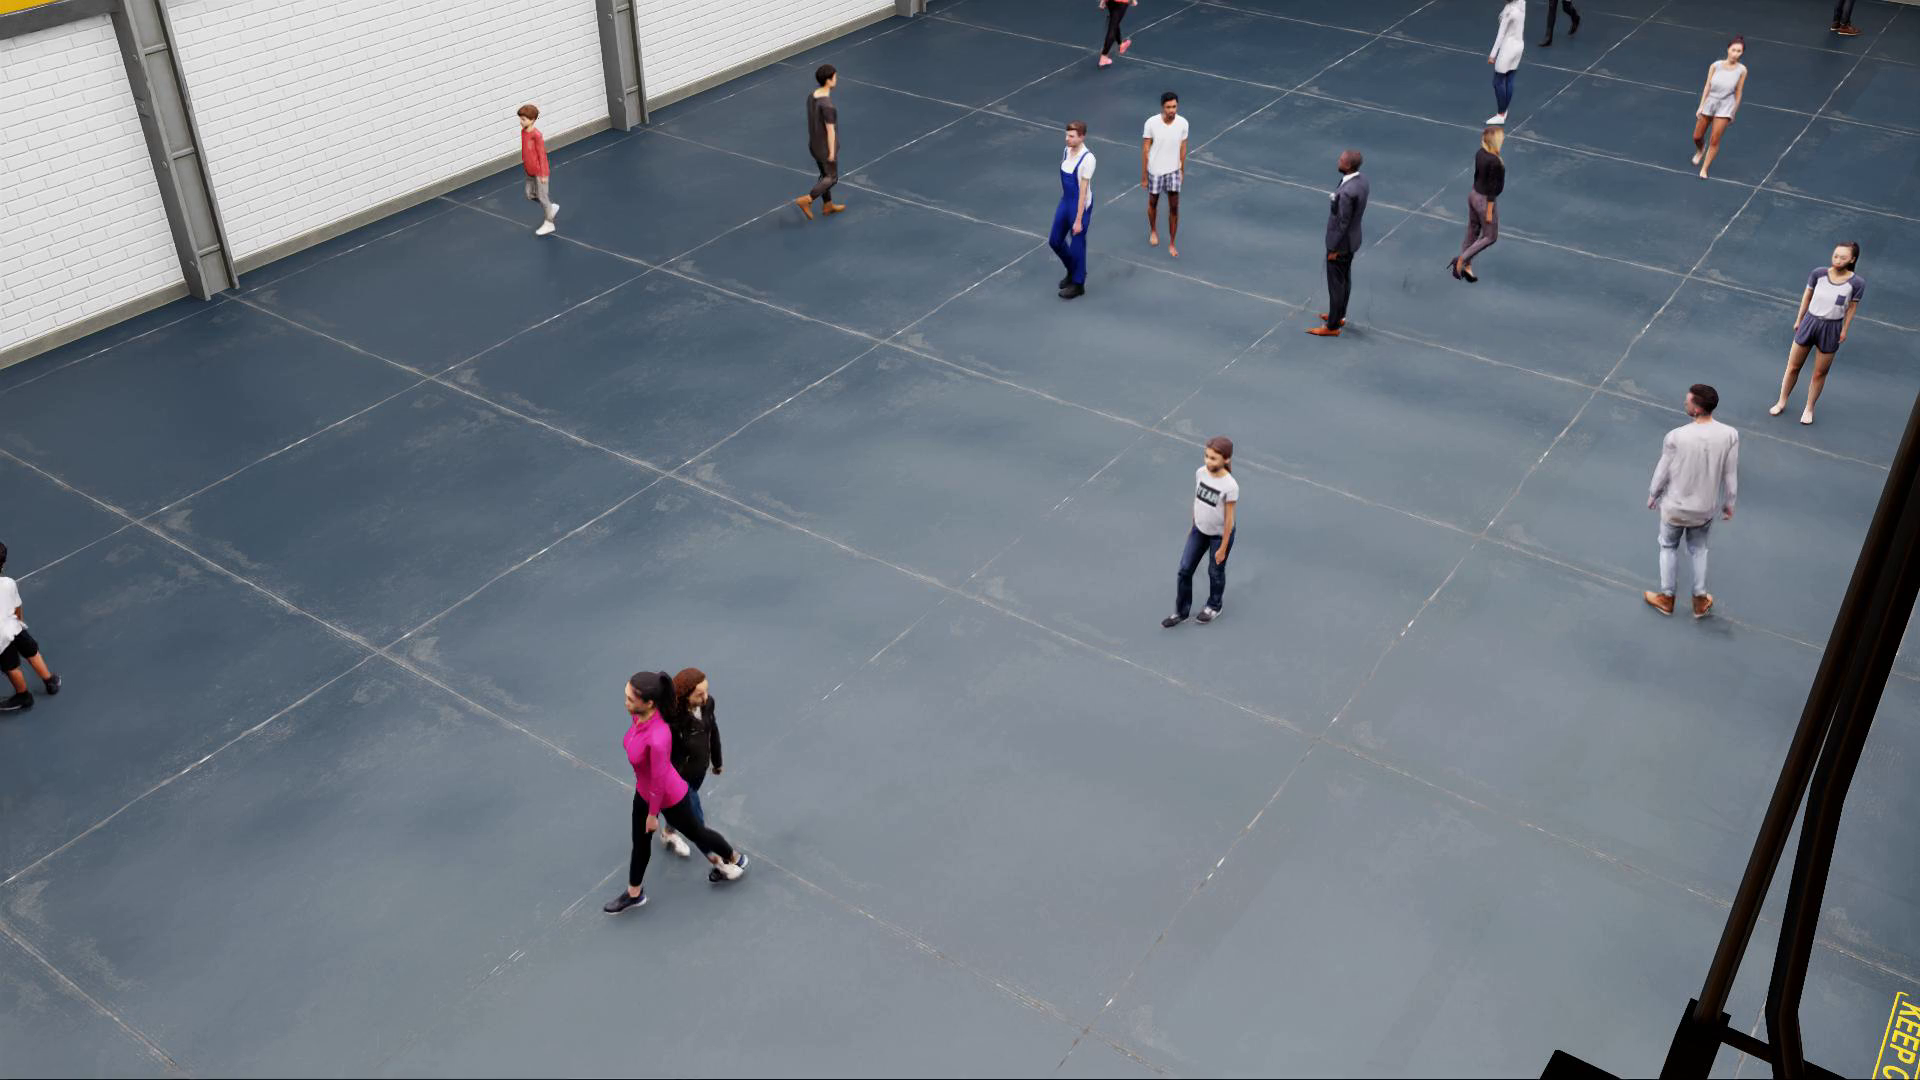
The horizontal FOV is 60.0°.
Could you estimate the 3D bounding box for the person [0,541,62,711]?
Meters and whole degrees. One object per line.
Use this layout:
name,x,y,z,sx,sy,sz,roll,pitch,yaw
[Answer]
person,-6.431,0.603,11.147,0.675,1.241,0.495,4,34,5

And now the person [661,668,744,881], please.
person,-1.672,1.330,9.874,0.675,1.440,0.837,22,39,29

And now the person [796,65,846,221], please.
person,-1.555,-4.309,18.126,0.981,1.697,0.838,-18,38,-25

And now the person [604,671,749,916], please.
person,-1.610,1.428,9.530,1.191,1.658,0.918,-17,37,-24

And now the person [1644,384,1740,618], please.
person,5.269,-0.239,11.907,0.886,1.802,0.855,10,35,14

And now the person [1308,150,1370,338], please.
person,3.631,-2.821,15.773,0.778,1.824,0.553,17,37,24

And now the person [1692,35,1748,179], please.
person,8.810,-5.043,19.313,0.620,1.605,0.726,17,37,23

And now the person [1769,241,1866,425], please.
person,7.453,-1.814,14.413,0.593,1.651,0.517,23,40,30

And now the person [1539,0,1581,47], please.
person,8.581,-7.883,23.425,1.133,1.782,0.815,-25,41,-32

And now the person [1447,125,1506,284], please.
person,5.160,-3.334,16.690,0.831,1.663,0.772,-6,34,-8

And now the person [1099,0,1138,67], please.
person,2.085,-7.292,22.662,0.659,1.644,1.151,25,41,32

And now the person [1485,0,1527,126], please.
person,6.897,-6.100,20.767,0.627,1.755,0.856,-15,37,-22

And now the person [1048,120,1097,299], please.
person,1.218,-3.280,16.453,0.776,1.835,0.724,-22,40,-30

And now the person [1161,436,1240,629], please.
person,1.850,-0.089,11.909,0.814,1.550,0.633,-28,43,-35

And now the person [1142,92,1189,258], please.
person,2.132,-3.914,17.524,0.915,1.706,1.035,2,34,2

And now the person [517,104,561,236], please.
person,-4.510,-4.017,17.948,0.545,1.408,0.643,24,41,32
